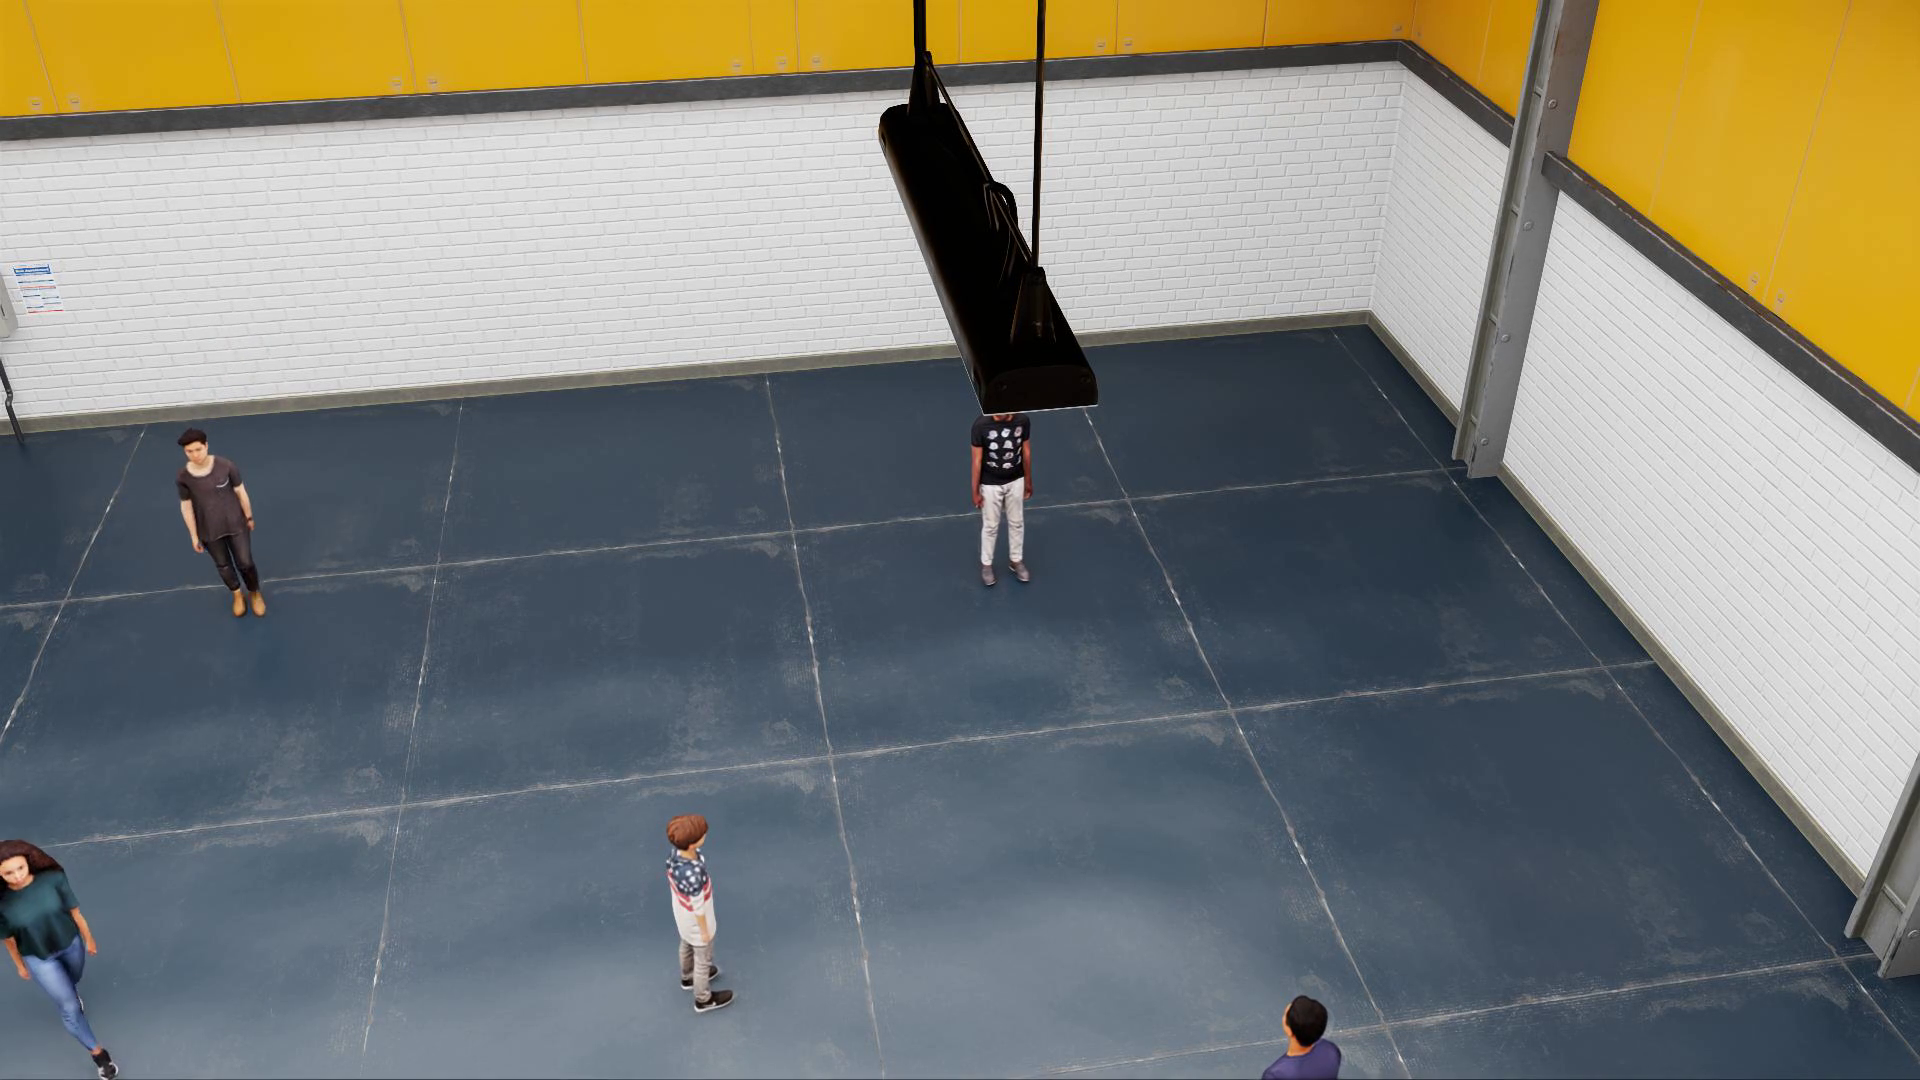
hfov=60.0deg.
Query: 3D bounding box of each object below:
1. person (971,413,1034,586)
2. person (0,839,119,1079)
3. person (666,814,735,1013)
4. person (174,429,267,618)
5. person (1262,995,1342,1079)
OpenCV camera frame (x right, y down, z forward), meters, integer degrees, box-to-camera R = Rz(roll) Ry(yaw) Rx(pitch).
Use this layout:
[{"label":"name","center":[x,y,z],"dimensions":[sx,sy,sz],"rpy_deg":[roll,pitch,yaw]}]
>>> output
[{"label":"person","center":[0.334,-0.475,13.418],"dimensions":[0.685,1.800,0.641],"rpy_deg":[-9,35,-14]},{"label":"person","center":[-5.180,2.288,9.460],"dimensions":[0.967,1.580,1.144],"rpy_deg":[-28,43,-35]},{"label":"person","center":[-1.569,2.171,9.764],"dimensions":[0.622,1.440,0.498],"rpy_deg":[-17,37,-24]},{"label":"person","center":[-5.814,-0.181,13.063],"dimensions":[0.651,1.703,0.632],"rpy_deg":[-9,35,-14]},{"label":"person","center":[1.655,2.946,8.281],"dimensions":[0.720,1.790,0.679],"rpy_deg":[-21,39,-28]}]
